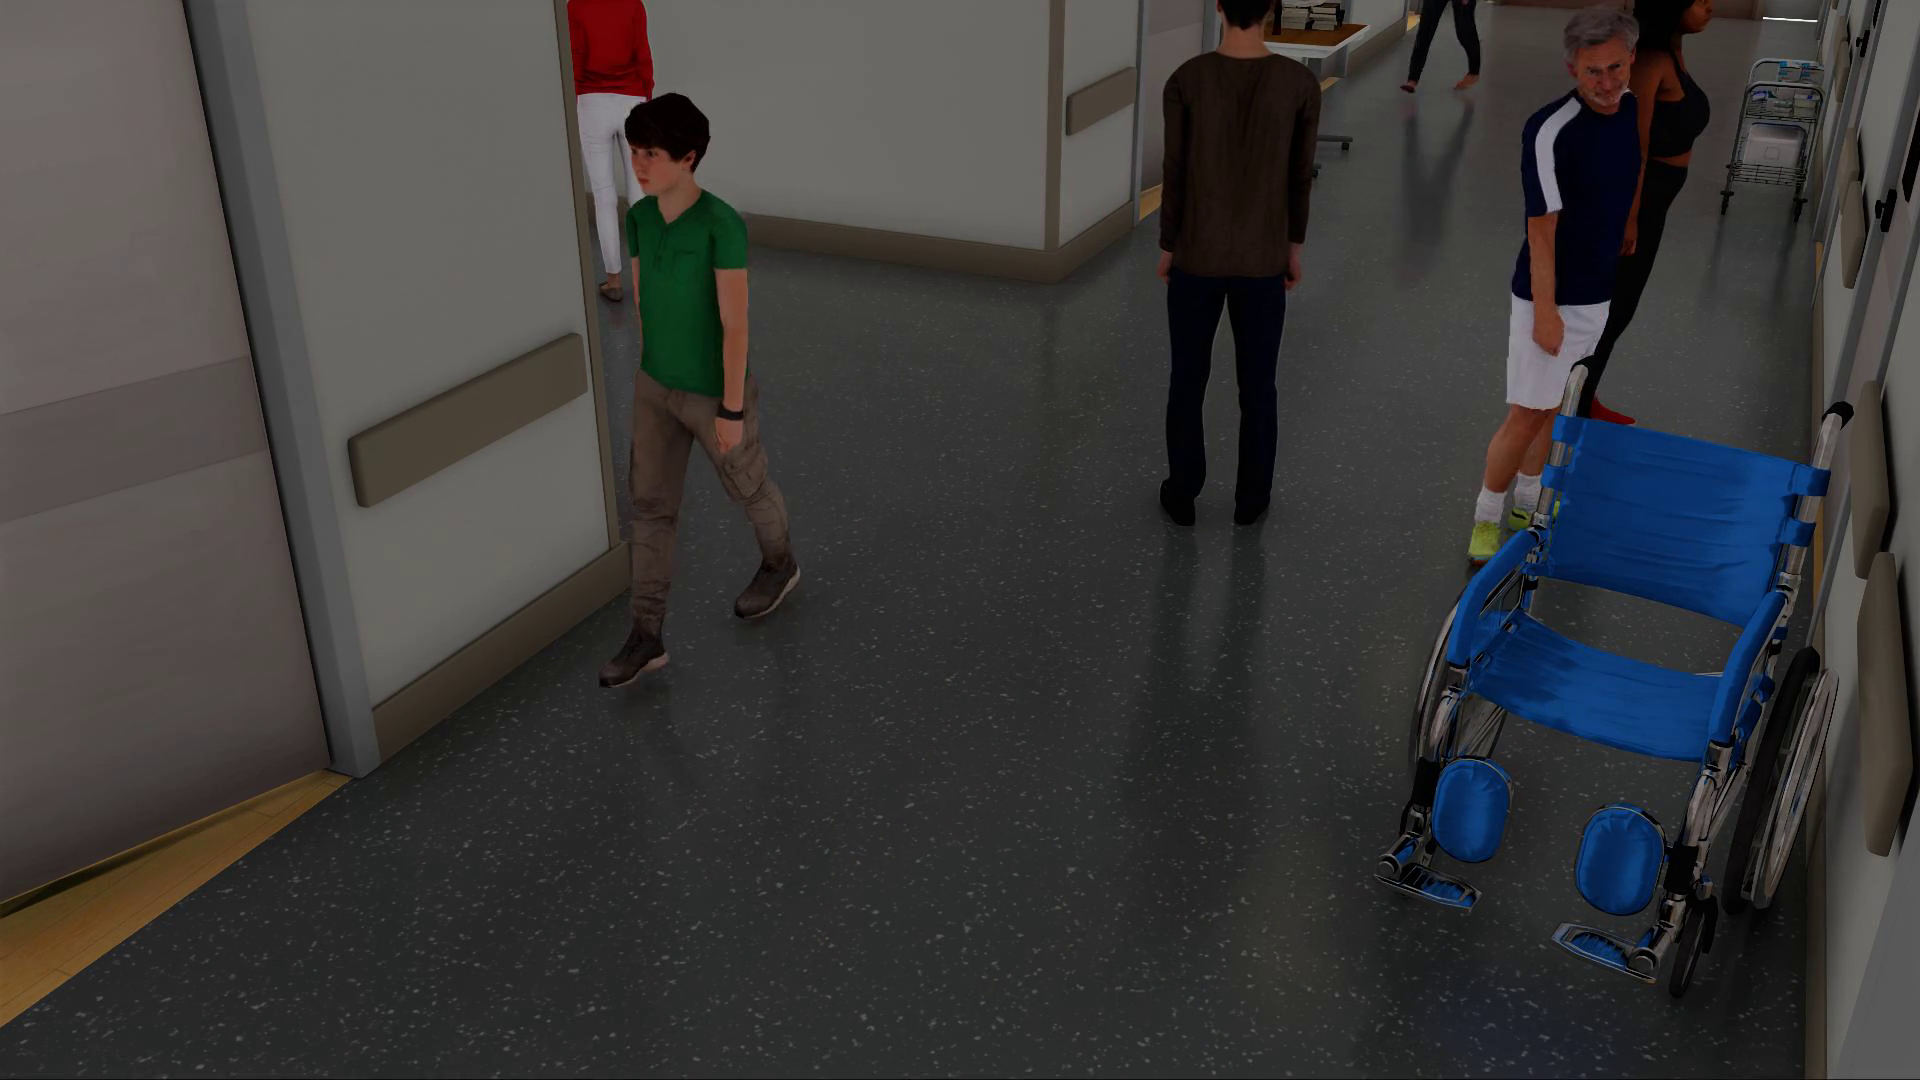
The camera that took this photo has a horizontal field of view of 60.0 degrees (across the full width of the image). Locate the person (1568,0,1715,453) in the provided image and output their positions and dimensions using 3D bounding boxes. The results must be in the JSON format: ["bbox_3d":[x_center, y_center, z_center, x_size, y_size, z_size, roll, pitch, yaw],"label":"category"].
[{"bbox_3d":[2.474,-1.227,6.154,0.728,1.815,0.534,11,28,21],"label":"person"}]

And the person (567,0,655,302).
[{"bbox_3d":[-1.636,-1.982,7.858,0.648,1.695,0.702,-8,27,-16],"label":"person"}]

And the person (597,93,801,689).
[{"bbox_3d":[-0.690,-0.439,4.755,0.663,1.612,1.115,15,29,27],"label":"person"}]

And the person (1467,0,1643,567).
[{"bbox_3d":[1.922,-0.804,5.299,0.929,1.796,0.661,16,30,30],"label":"person"}]

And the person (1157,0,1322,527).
[{"bbox_3d":[0.888,-0.947,5.492,0.723,1.887,0.690,2,26,3],"label":"person"}]

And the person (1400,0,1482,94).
[{"bbox_3d":[3.755,-4.215,12.495,1.190,1.691,0.921,-19,31,-34],"label":"person"}]
